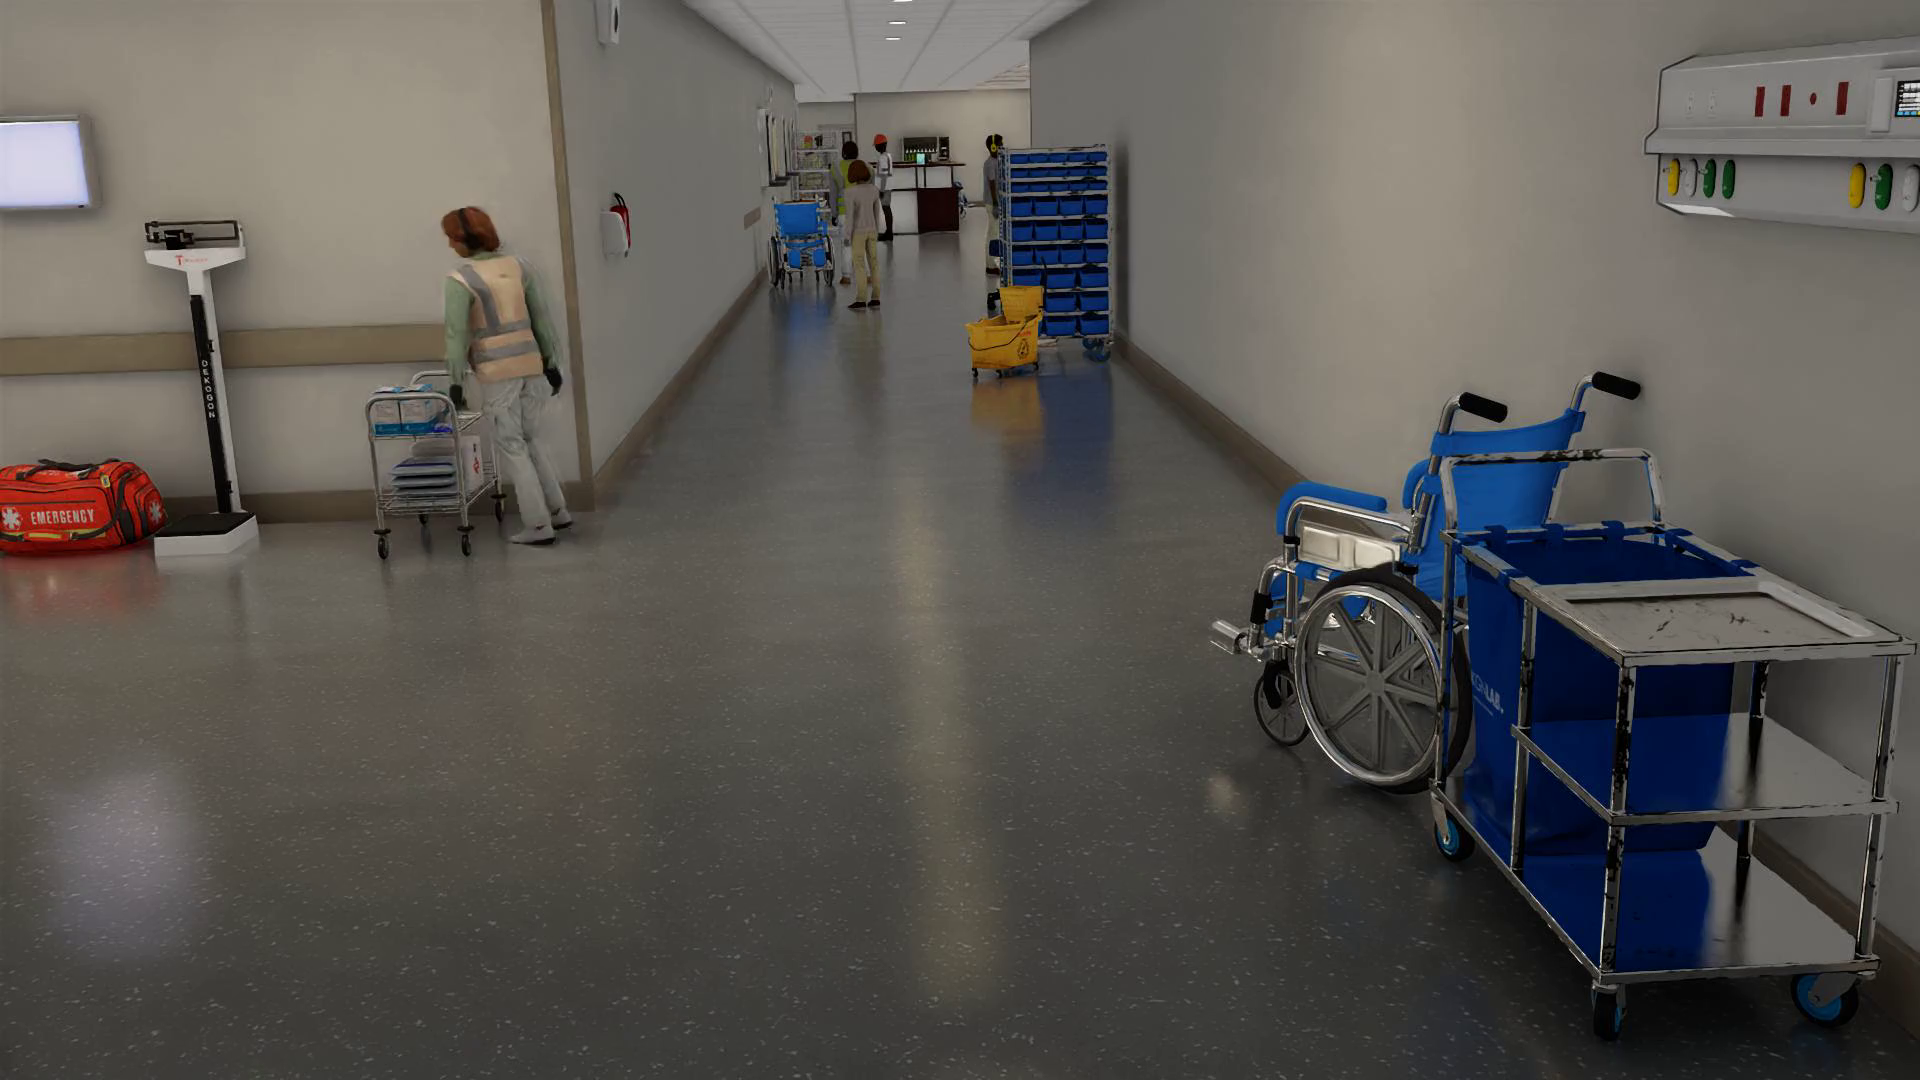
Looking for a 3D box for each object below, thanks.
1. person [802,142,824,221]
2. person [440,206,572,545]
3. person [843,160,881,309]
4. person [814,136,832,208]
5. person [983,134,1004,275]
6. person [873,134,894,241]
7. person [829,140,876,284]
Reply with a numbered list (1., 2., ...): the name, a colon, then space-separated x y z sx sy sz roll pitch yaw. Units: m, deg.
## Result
1. person: -3.352 -8.145 37.918 0.417 1.819 0.618 9 17 37
2. person: -2.152 -0.764 7.868 0.455 1.606 0.534 5 15 27
3. person: -1.088 -3.397 18.523 0.289 1.633 0.499 11 19 43
4. person: -3.665 -9.637 43.776 0.600 1.967 0.369 -1 14 1
5. person: 0.476 -4.527 22.501 0.327 1.869 0.518 -2 14 -2
6. person: -1.411 -6.493 30.662 0.361 1.935 0.544 0 14 5
7. person: -1.395 -4.263 21.682 0.627 1.846 0.429 -5 14 -15
